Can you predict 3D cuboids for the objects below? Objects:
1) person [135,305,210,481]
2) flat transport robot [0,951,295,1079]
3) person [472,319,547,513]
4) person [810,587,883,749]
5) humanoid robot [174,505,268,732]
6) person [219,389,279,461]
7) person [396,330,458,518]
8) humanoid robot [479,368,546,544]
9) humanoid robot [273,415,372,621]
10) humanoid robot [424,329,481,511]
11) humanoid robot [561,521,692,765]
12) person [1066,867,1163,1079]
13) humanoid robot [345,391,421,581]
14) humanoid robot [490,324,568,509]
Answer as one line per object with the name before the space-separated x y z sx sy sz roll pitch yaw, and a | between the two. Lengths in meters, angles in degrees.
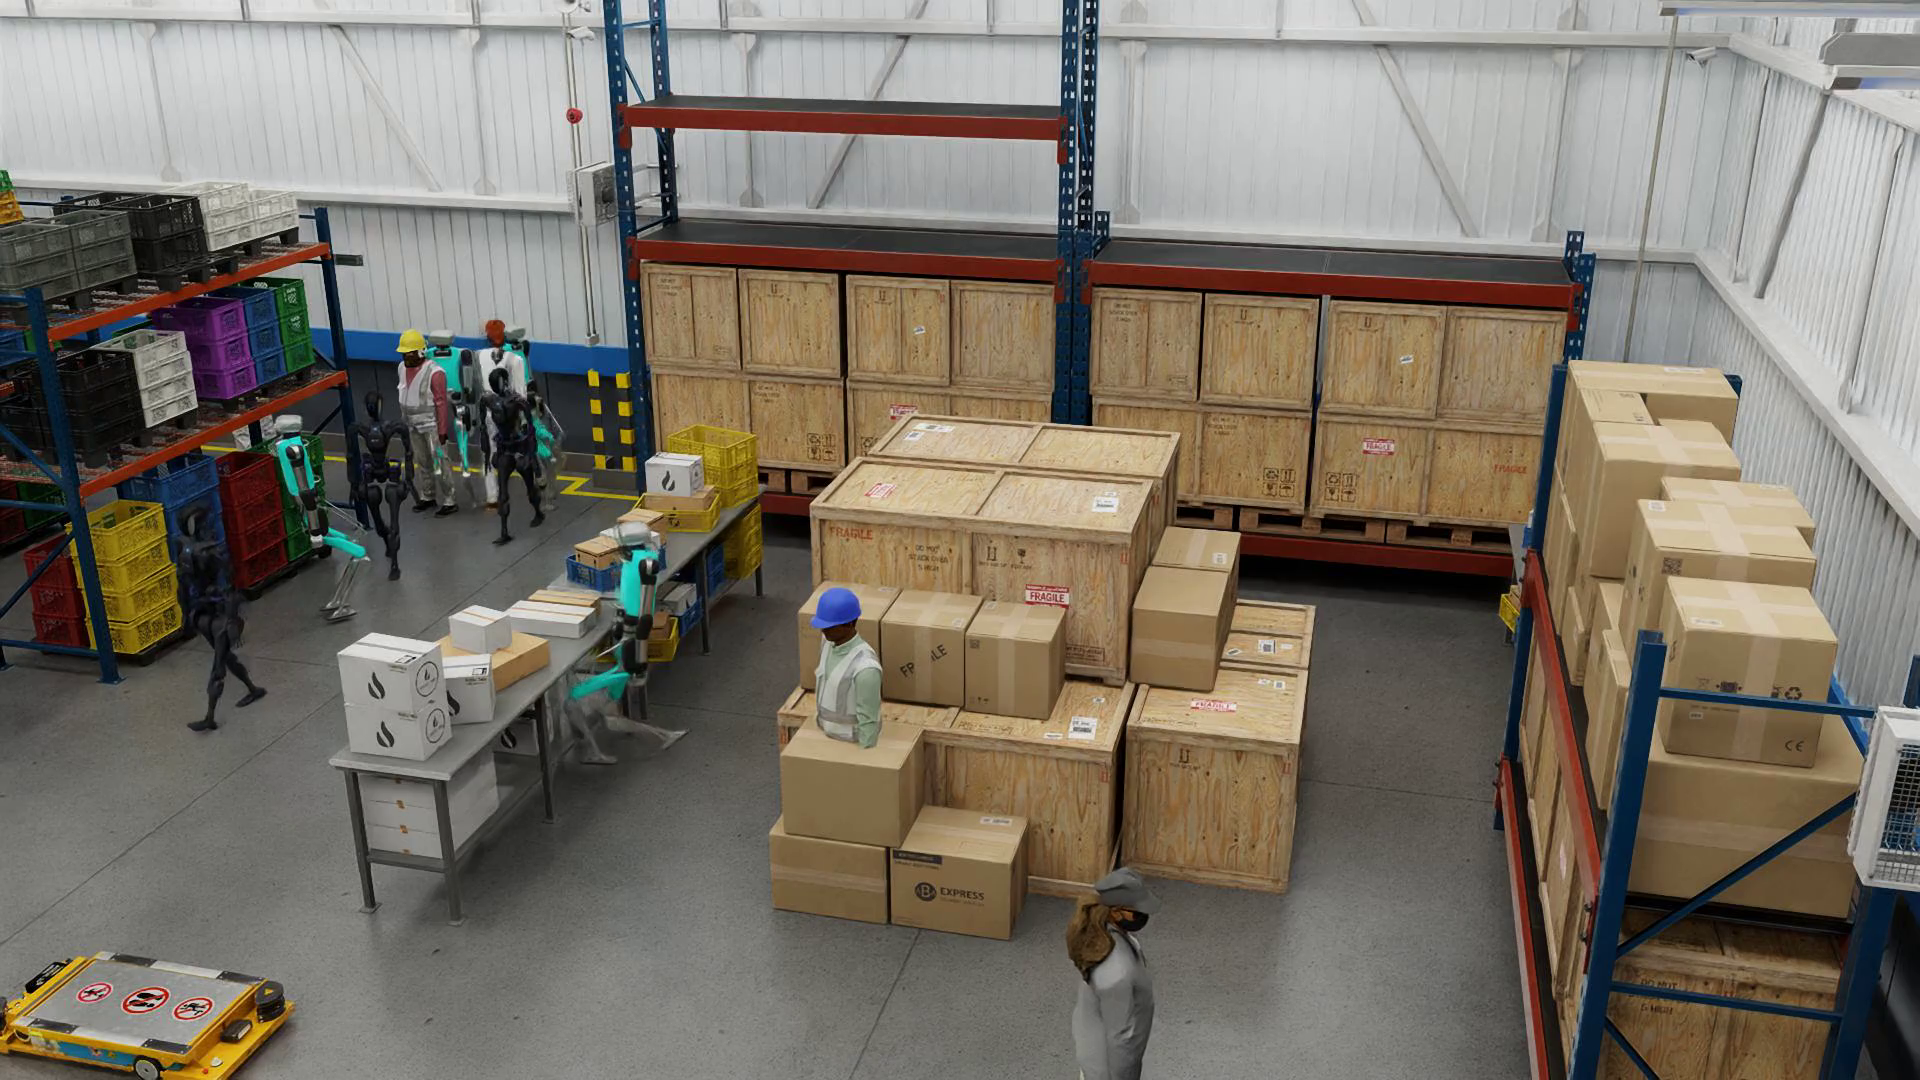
person | -7.620 -1.387 16.188 0.606 2.048 0.366 2 21 6
flat transport robot | -4.270 2.464 8.601 1.431 0.231 0.659 5 22 13
person | -4.377 -1.236 16.093 0.570 1.827 0.984 5 22 13
person | -0.655 1.165 9.666 0.411 1.939 0.602 -11 23 -26
humanoid robot | -5.315 0.522 11.762 0.588 1.621 0.776 10 23 24
person | -7.036 -1.356 16.397 0.429 1.840 0.623 16 26 36
person | -5.075 -1.106 15.768 0.589 1.824 0.405 13 24 30
humanoid robot | -4.091 -0.804 15.259 0.588 1.628 0.793 5 21 12
humanoid robot | -5.061 -0.215 13.415 0.713 1.700 0.530 -12 24 -28
humanoid robot | -4.848 -1.052 15.768 0.541 1.819 0.666 -5 21 -12
humanoid robot | -2.316 0.752 11.013 1.031 1.721 0.565 -10 23 -24
person | 0.643 2.195 7.202 0.396 1.766 0.572 -1 21 -4
humanoid robot | -5.027 -0.520 14.508 0.602 1.635 0.772 -4 21 -11
humanoid robot | -4.043 -1.173 16.094 0.811 1.799 0.538 6 22 15
